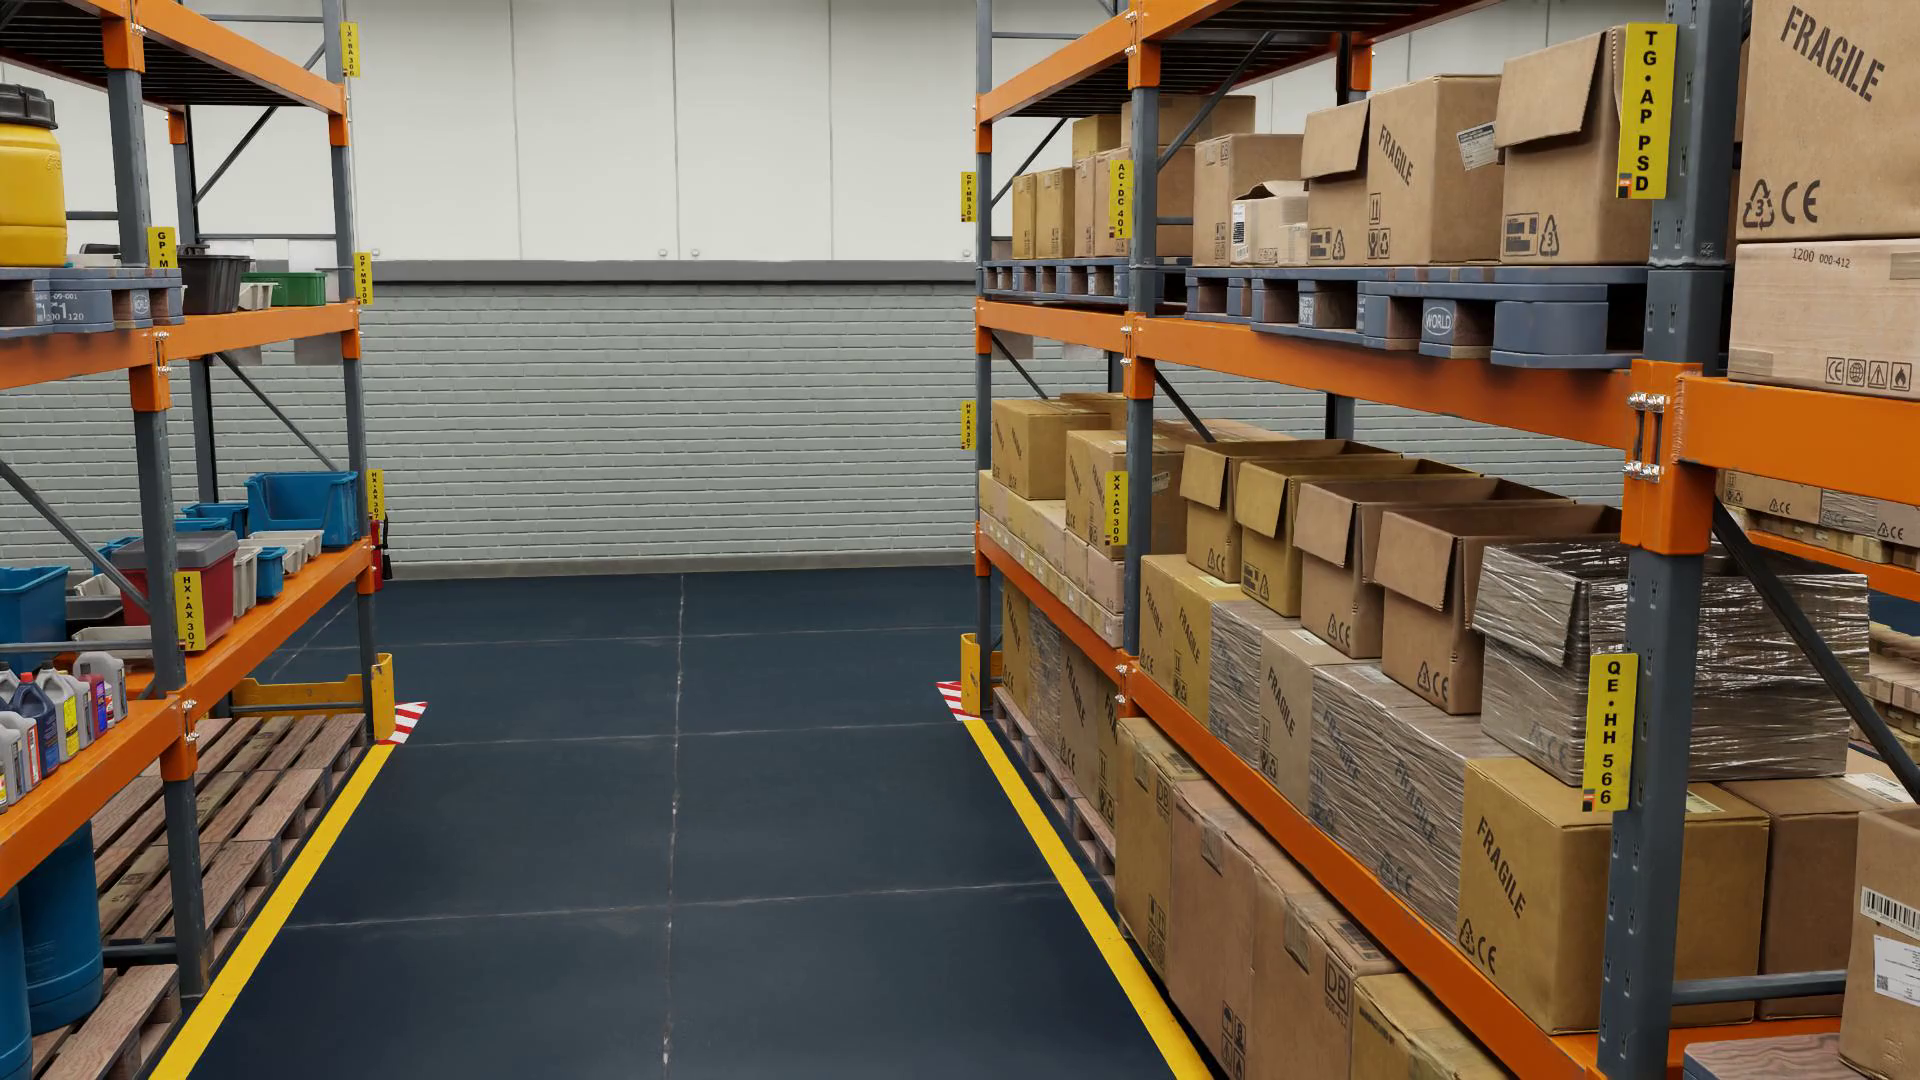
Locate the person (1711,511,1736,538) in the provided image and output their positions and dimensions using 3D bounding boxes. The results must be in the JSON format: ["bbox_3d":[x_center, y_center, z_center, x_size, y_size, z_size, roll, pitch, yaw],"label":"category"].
[{"bbox_3d":[4.470,0.419,10.362,0.597,1.896,0.682,-1,9,-4],"label":"person"}]
